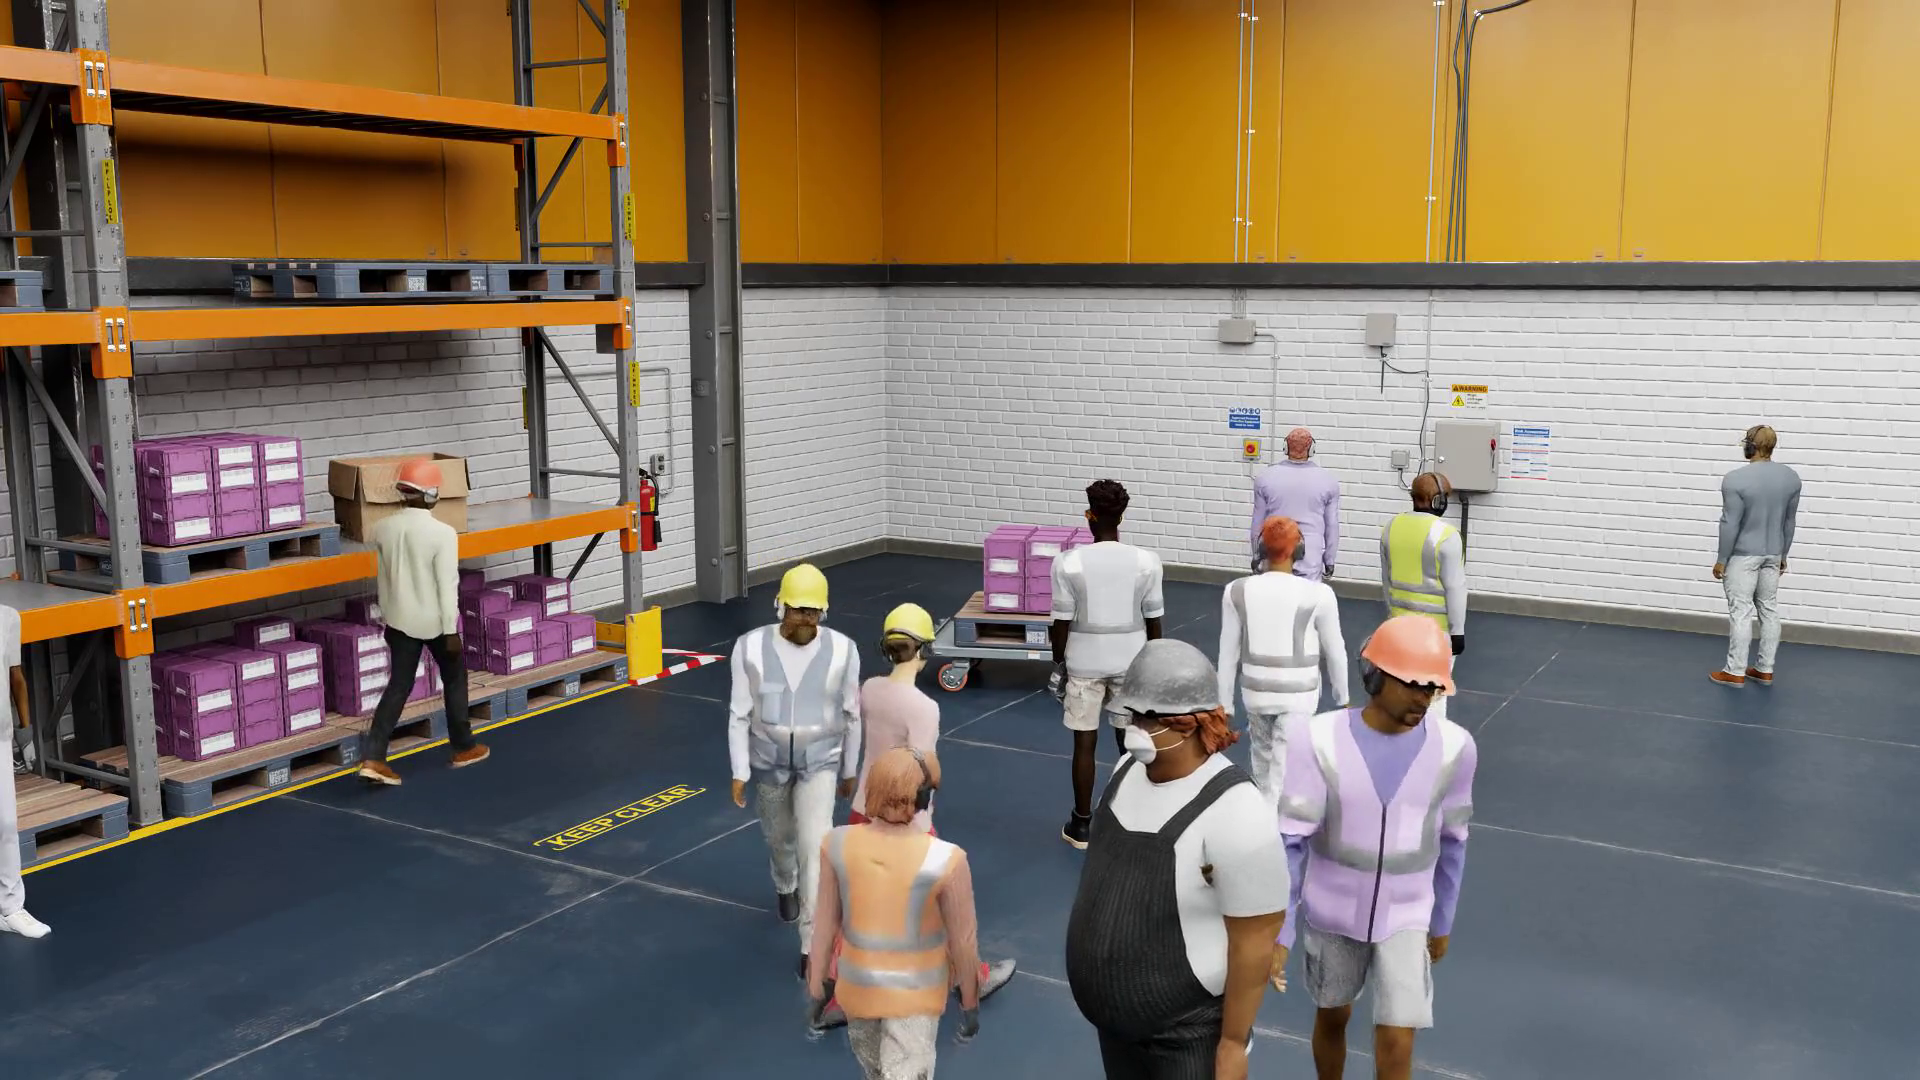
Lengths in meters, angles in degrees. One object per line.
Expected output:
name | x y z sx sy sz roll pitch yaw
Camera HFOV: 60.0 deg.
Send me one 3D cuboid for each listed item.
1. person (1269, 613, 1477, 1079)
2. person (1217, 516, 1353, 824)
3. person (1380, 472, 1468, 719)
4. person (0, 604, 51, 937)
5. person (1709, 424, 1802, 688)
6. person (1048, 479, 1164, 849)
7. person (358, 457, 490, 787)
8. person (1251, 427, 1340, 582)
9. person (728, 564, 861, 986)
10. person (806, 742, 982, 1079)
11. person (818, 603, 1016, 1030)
person | 1.286 1.212 5.213 0.648 1.976 1.060 1 9 8
person | 1.637 0.788 8.310 0.589 1.838 0.927 6 11 31
person | 2.835 0.502 10.108 0.429 1.844 0.627 -5 11 -30
person | -4.396 0.922 7.444 0.334 1.860 0.508 6 11 32
person | 5.814 0.119 12.196 0.631 1.940 0.370 -2 9 -15
person | 0.767 0.654 8.769 0.612 1.965 0.361 -1 9 -6
person | -3.241 0.477 9.919 0.625 1.954 0.986 4 10 22
person | 2.495 0.107 12.415 0.647 1.901 0.402 2 9 10
person | -0.733 0.968 7.447 0.576 1.787 0.944 0 9 -2
person | -0.200 1.419 5.163 0.537 1.589 0.871 4 10 24
person | -0.220 1.111 6.729 0.929 1.704 0.531 -7 12 -38
